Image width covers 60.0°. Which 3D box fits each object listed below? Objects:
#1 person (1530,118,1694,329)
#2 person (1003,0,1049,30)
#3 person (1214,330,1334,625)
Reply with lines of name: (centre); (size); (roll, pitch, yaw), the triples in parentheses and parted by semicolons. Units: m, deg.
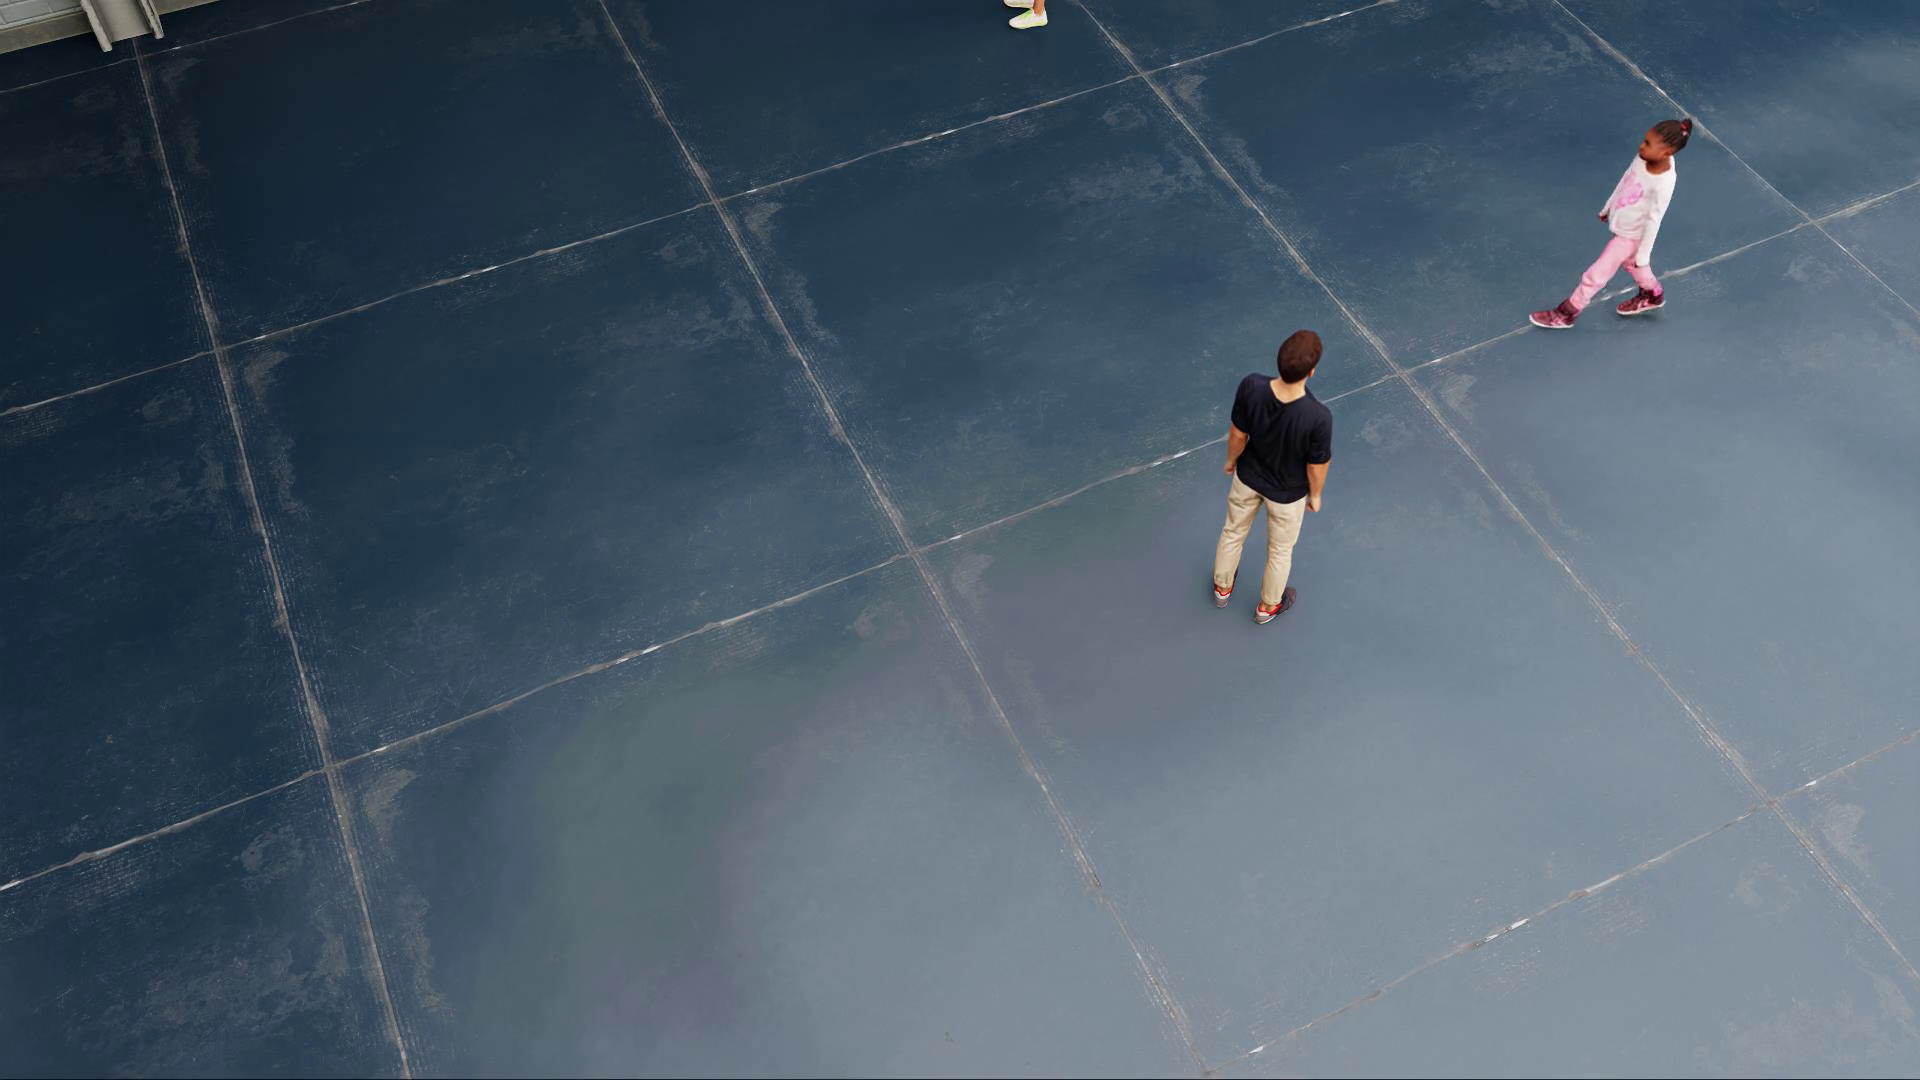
person: (3.721, -1.704, 9.038); (1.082, 1.420, 0.842); (0, 52, 0)
person: (0.482, -4.133, 10.685); (0.682, 1.791, 0.664); (0, 52, 0)
person: (1.432, -0.270, 7.650); (0.715, 1.859, 0.720); (27, 57, 19)
